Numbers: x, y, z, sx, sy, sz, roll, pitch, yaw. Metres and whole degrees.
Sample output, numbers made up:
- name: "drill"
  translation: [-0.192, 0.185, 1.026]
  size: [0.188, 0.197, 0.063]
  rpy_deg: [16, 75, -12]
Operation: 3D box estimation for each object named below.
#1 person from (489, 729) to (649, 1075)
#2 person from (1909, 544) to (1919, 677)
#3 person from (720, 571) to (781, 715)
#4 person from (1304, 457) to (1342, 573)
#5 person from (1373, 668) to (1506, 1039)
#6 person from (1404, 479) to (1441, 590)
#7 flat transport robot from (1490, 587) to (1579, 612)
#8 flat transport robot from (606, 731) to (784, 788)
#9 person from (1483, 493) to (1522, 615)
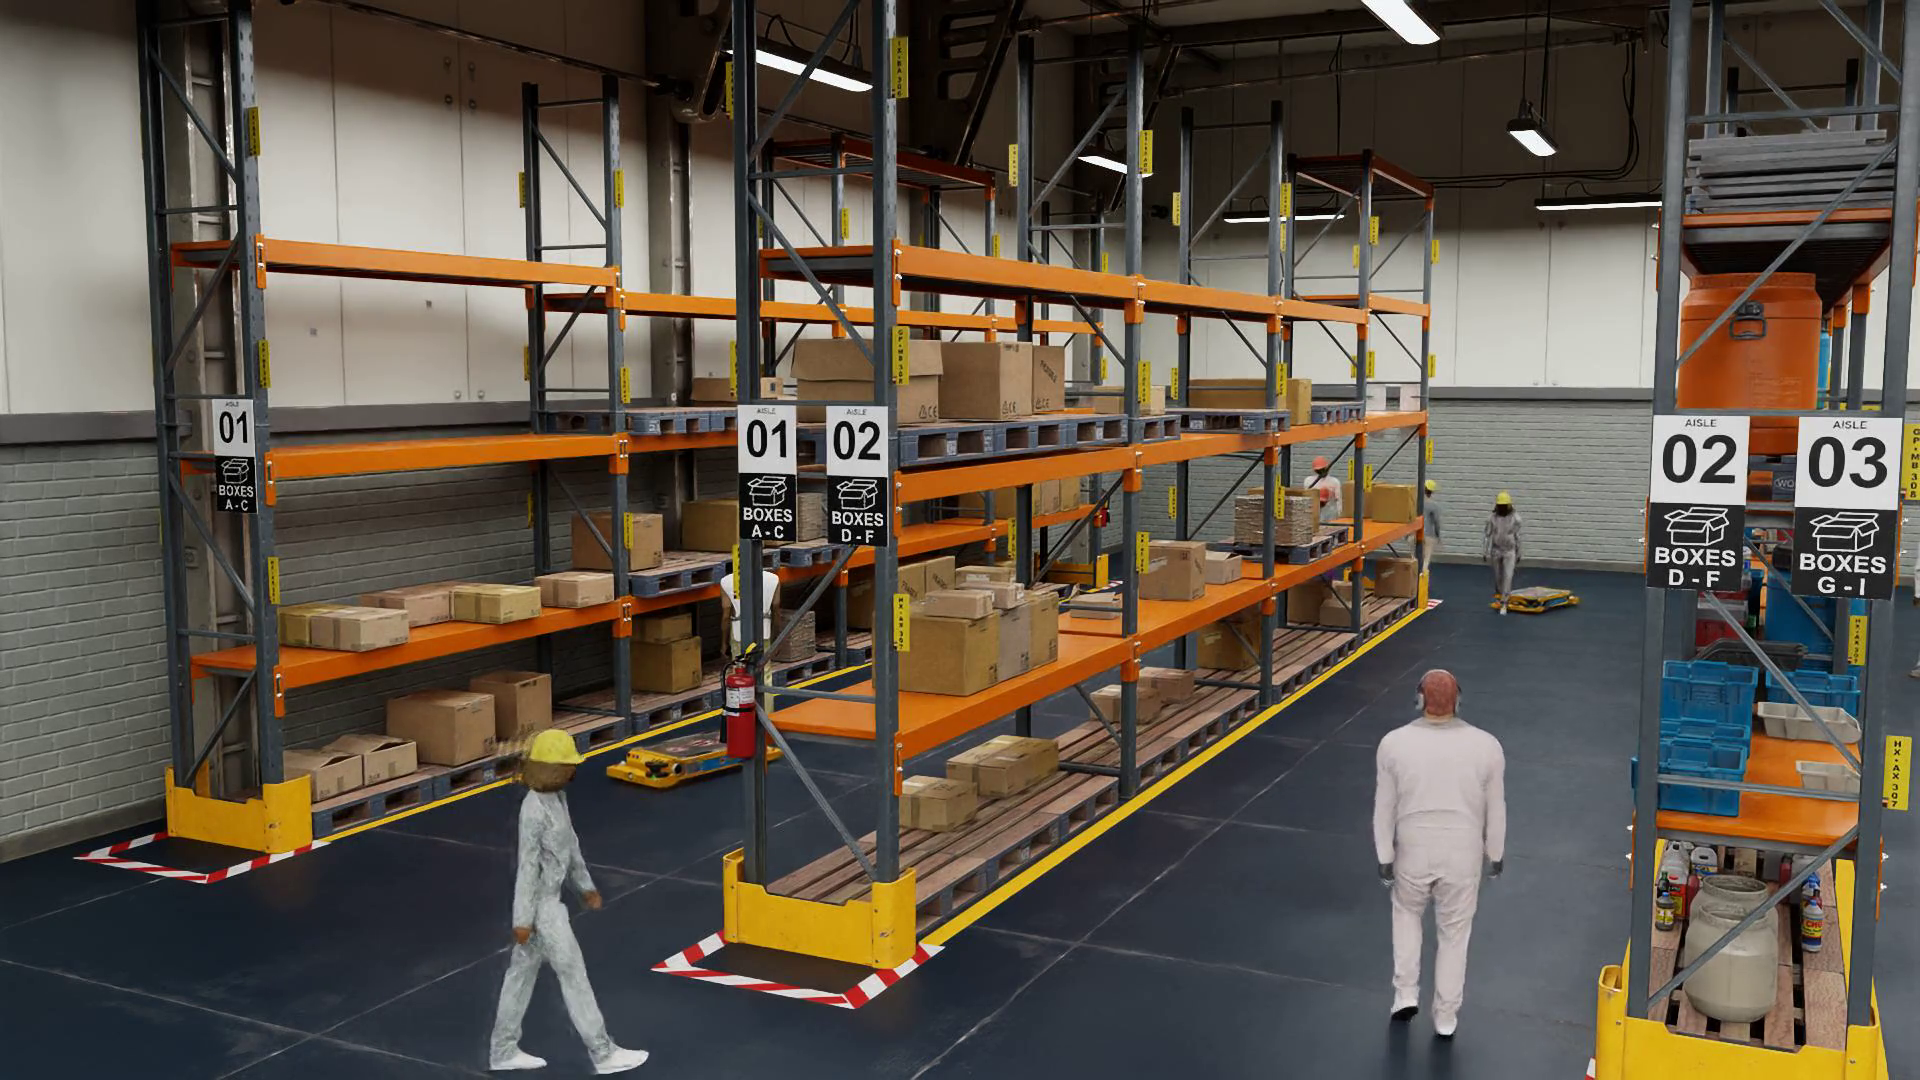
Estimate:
- name: "person"
  translation: [-1.911, 1.754, 8.065]
  size: [0.849, 1.703, 0.493]
  rpy_deg: [-1, 6, -7]
- name: "person"
  translation: [10.811, 0.609, 18.324]
  size: [0.359, 1.883, 0.573]
  rpy_deg: [-4, 7, -34]
- name: "person"
  translation: [-1.931, 0.930, 15.376]
  size: [0.570, 1.845, 0.380]
  rpy_deg: [-2, 6, -21]
- name: "person"
  translation: [6.058, -0.417, 27.896]
  size: [0.698, 1.971, 0.483]
  rpy_deg: [1, 6, 14]
- name: "person"
  translation: [2.477, 1.608, 8.594]
  size: [0.659, 1.889, 0.476]
  rpy_deg: [2, 6, 16]
- name: "person"
  translation: [7.102, -0.066, 25.537]
  size: [0.579, 1.748, 0.400]
  rpy_deg: [5, 8, 40]
- name: "flat transport robot"
  translation: [8.237, 0.843, 23.802]
  size: [0.652, 0.197, 1.431]
  rpy_deg: [6, 8, 44]
- name: "flat transport robot"
  translation: [-2.240, 1.835, 14.158]
  size: [0.652, 0.197, 1.431]
  rpy_deg: [5, 8, 40]
- name: "person"
  translation: [7.653, 0.173, 23.466]
  size: [0.496, 1.701, 0.894]
  rpy_deg: [3, 6, 24]
